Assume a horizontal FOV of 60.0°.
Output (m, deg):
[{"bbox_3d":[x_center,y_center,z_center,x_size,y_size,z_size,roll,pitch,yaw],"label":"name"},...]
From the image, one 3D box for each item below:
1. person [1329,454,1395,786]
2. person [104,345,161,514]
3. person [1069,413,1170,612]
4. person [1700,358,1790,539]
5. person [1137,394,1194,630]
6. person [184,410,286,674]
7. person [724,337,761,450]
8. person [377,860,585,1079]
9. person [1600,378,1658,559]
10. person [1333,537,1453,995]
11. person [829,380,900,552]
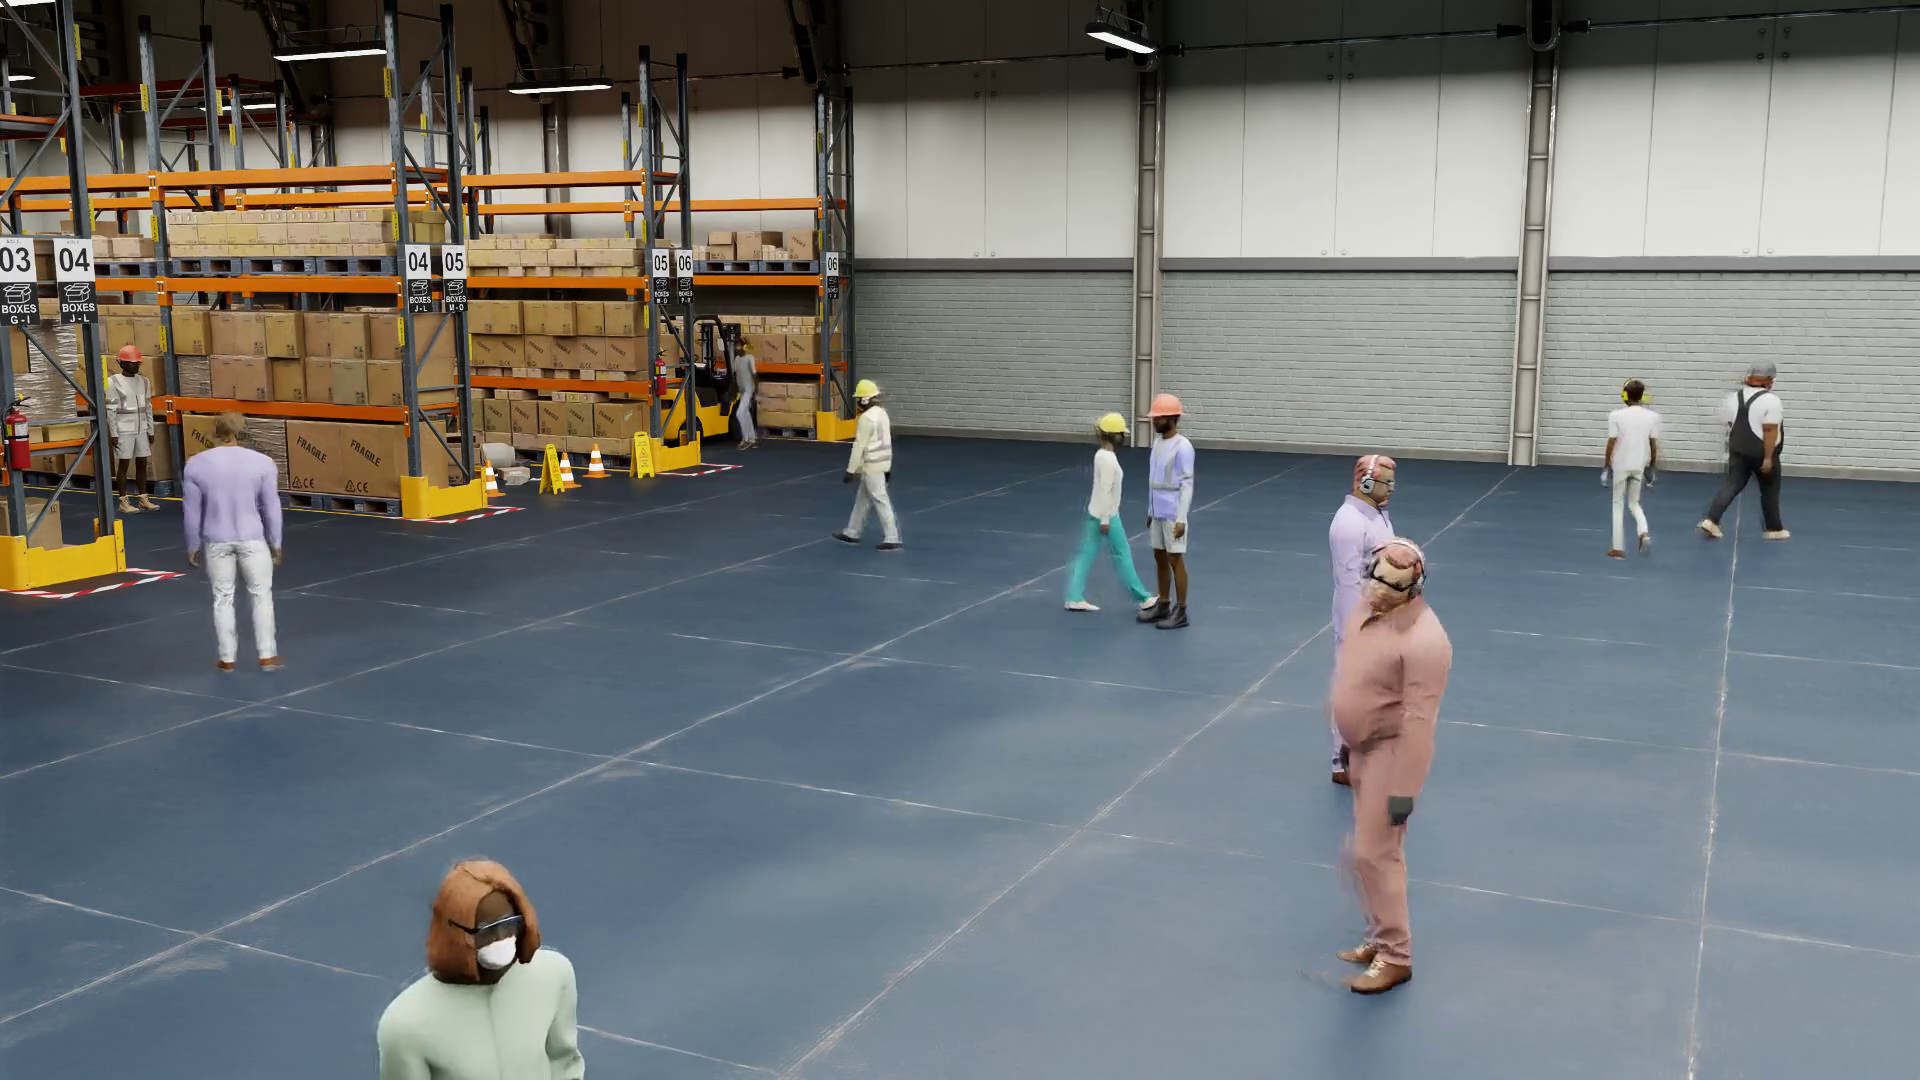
[{"bbox_3d":[2.331,0.456,9.537,0.410,1.905,0.641,4,10,24],"label":"person"},{"bbox_3d":[-9.988,-1.331,20.104,0.403,2.035,0.606,4,10,25],"label":"person"},{"bbox_3d":[1.346,-0.223,14.229,0.877,1.717,0.547,-1,9,-4],"label":"person"},{"bbox_3d":[8.600,-1.010,18.103,1.020,2.000,0.689,-3,10,-20],"label":"person"},{"bbox_3d":[1.683,-0.234,13.662,0.373,1.934,0.551,-4,10,-23],"label":"person"},{"bbox_3d":[-5.269,0.029,12.102,0.663,1.924,0.396,-3,10,-17],"label":"person"},{"bbox_3d":[-3.573,-2.390,27.161,0.663,1.841,0.524,-7,11,-36],"label":"person"},{"bbox_3d":[-1.152,1.511,3.975,0.504,1.612,0.646,-9,13,-43],"label":"person"},{"bbox_3d":[6.779,-0.705,16.830,0.522,1.857,0.492,-1,9,-3],"label":"person"},{"bbox_3d":[1.741,0.911,6.881,0.401,1.890,0.678,-1,9,-6],"label":"person"},{"bbox_3d":[-1.018,-0.765,17.373,0.898,1.789,0.614,2,9,12],"label":"person"}]
